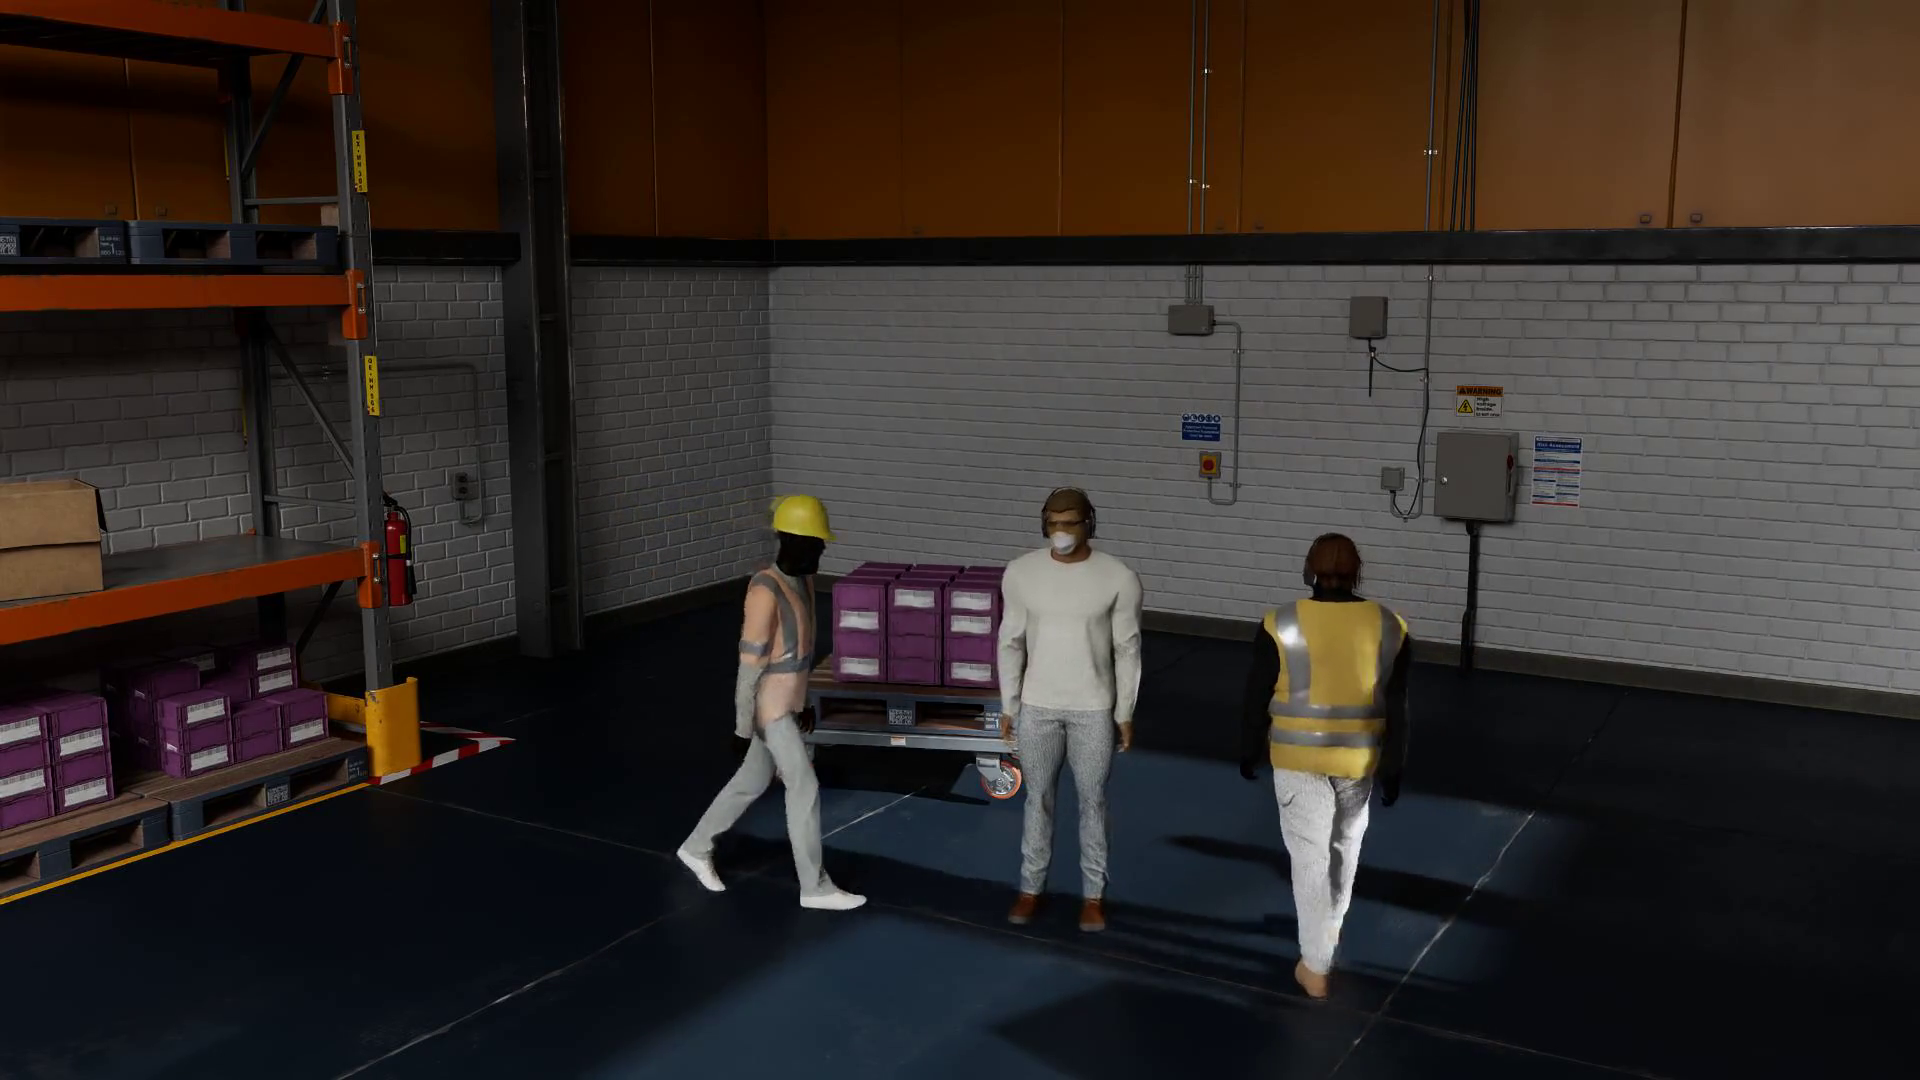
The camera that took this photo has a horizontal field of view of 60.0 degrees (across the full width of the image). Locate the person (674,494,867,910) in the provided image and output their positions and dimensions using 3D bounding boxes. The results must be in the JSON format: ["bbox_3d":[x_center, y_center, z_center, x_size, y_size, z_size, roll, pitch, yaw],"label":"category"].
[{"bbox_3d":[-0.902,0.718,7.451,0.913,1.885,0.587,1,9,8],"label":"person"}]

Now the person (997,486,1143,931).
[{"bbox_3d":[0.464,0.726,7.209,0.635,1.937,0.353,2,9,15],"label":"person"}]

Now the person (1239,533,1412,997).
[{"bbox_3d":[1.446,0.861,6.787,0.629,1.811,0.865,-1,9,-5],"label":"person"}]
